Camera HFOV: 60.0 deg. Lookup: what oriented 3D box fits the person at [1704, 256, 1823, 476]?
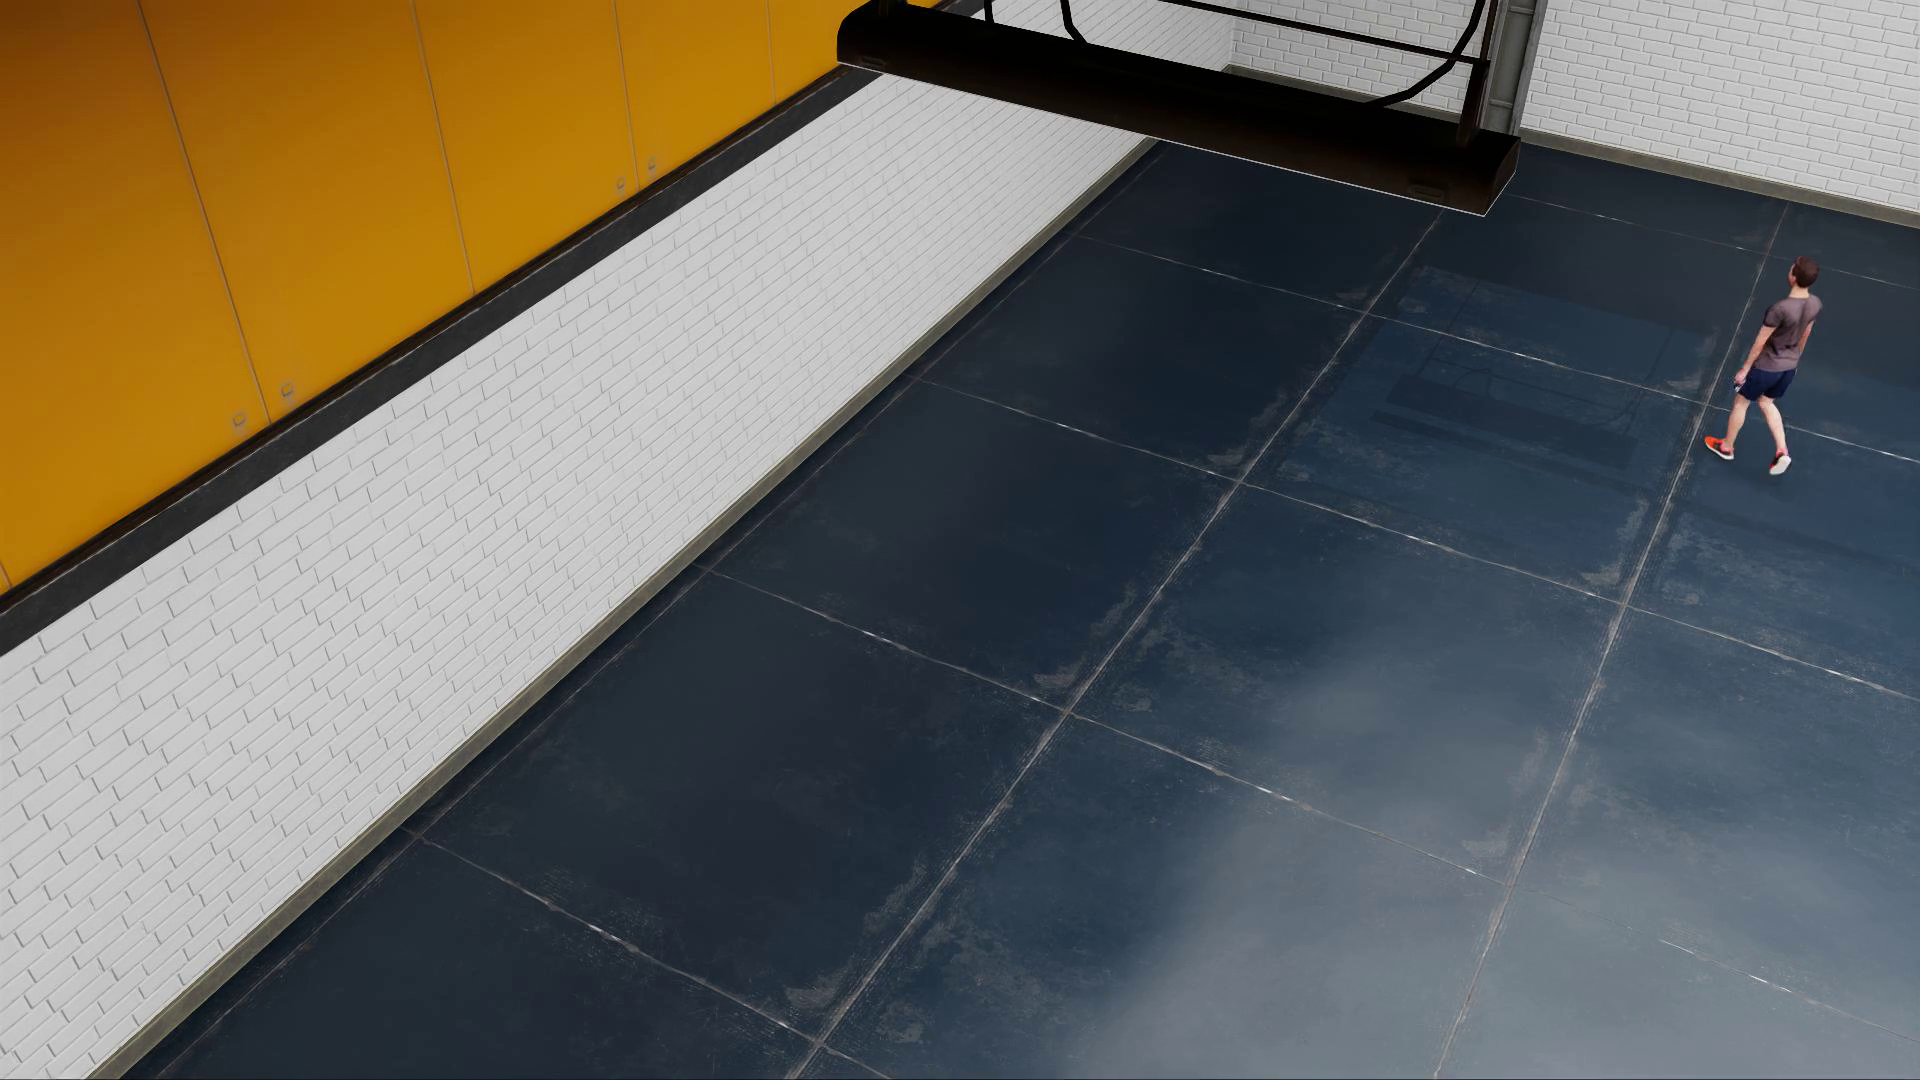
[{"bbox_3d":[6.294,-1.296,12.801,1.016,1.835,1.101,-12,40,-15],"label":"person"}]
